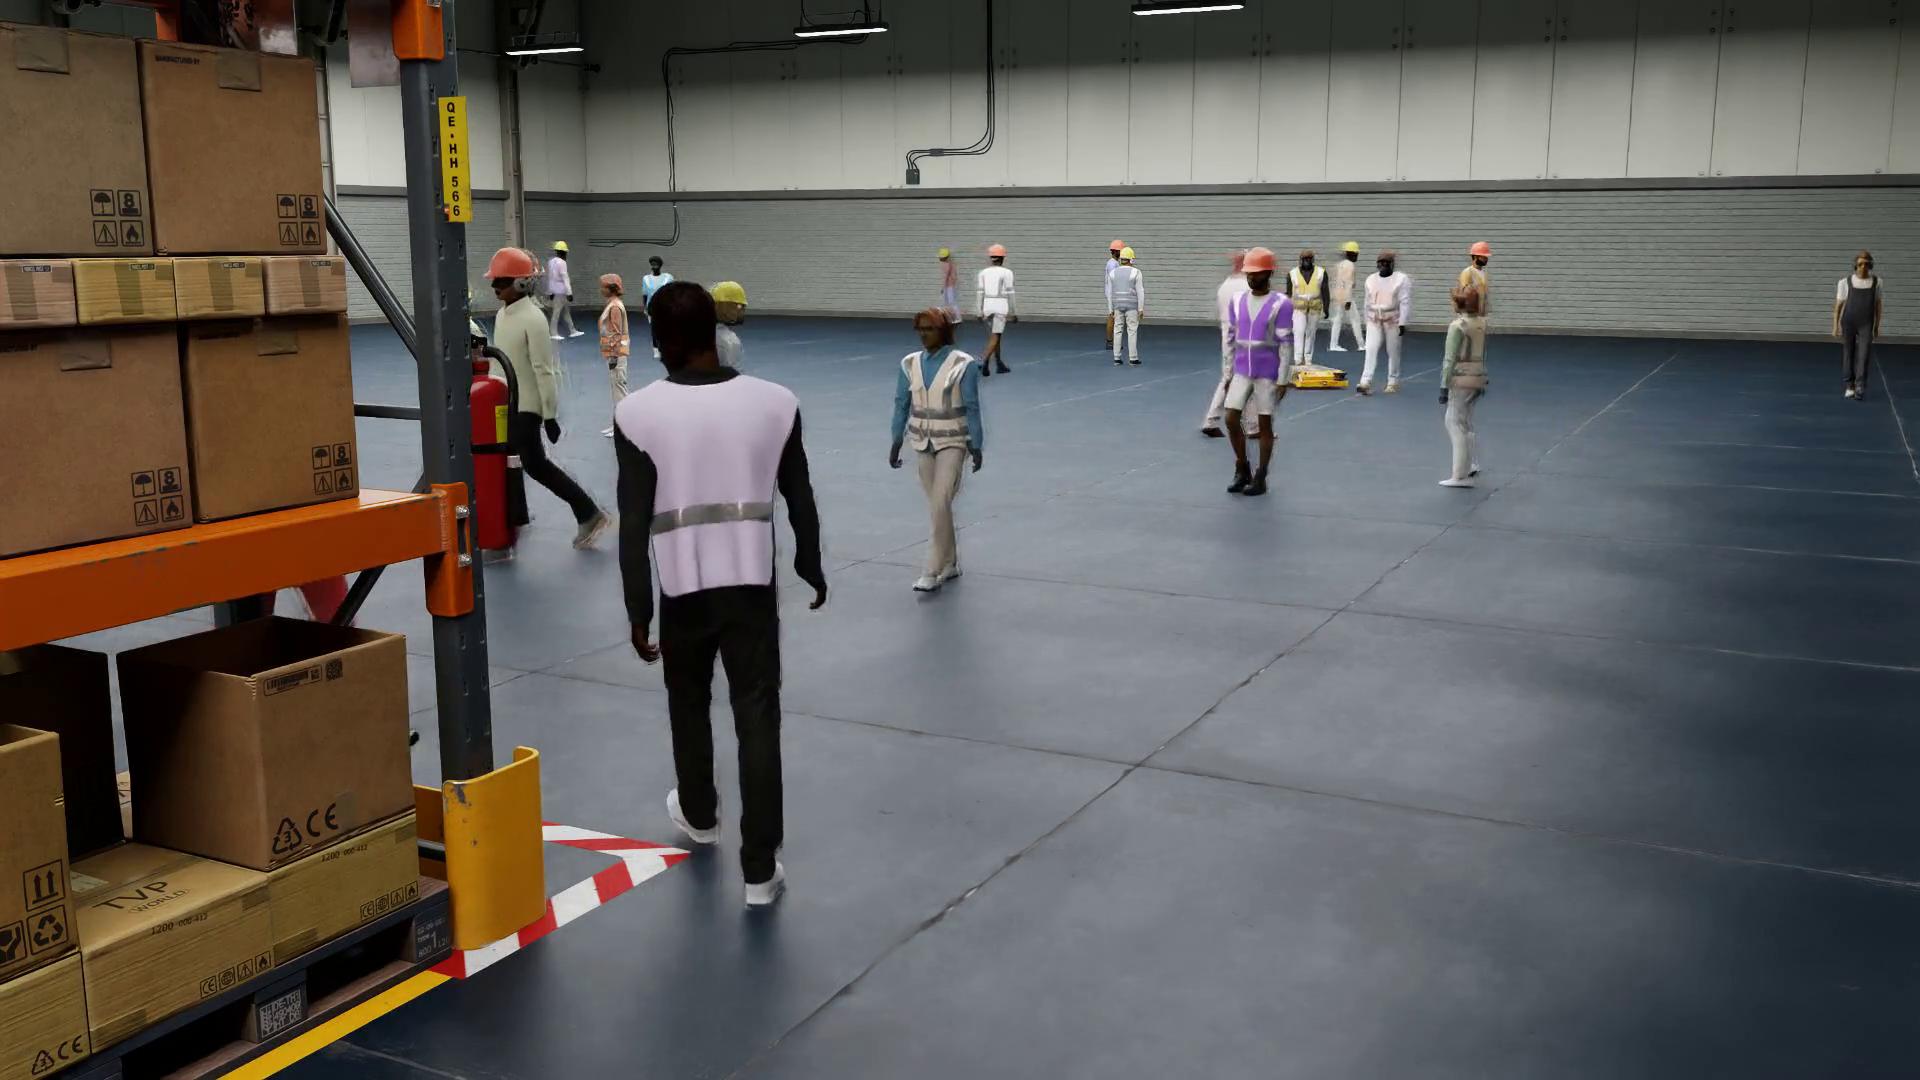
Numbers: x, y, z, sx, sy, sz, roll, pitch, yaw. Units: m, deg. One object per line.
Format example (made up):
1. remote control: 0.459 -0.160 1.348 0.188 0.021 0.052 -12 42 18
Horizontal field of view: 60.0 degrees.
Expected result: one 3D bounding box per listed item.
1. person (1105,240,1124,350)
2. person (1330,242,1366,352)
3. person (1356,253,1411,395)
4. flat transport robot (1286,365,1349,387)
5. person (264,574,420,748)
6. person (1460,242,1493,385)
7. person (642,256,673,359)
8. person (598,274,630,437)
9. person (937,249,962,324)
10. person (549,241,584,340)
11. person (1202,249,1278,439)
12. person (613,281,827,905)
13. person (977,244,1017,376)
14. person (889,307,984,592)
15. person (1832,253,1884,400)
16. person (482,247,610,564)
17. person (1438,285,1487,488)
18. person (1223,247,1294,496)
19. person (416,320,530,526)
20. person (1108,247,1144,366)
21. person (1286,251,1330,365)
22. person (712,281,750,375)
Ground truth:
1. person: 2.765 -4.345 29.523 0.363 1.934 0.553 1 10 6
2. person: 6.840 -4.202 28.838 0.871 1.893 0.612 -1 10 -4
3. person: 5.372 -2.732 21.096 0.637 1.790 0.947 7 12 33
4. flat transport robot: 4.711 -2.230 22.532 0.652 0.197 1.431 -1 10 -6
5. person: -2.504 0.023 6.270 0.938 1.714 0.542 6 12 31
6. person: 6.978 -3.045 22.475 0.556 1.932 0.381 -9 13 -39
7. person: -4.918 -3.800 27.206 0.567 1.686 0.391 0 10 0
8. person: -3.478 -1.855 16.759 0.307 1.639 0.513 -3 11 -16
9. person: -0.346 -5.774 37.927 0.839 1.703 0.590 -1 10 -6
10. person: -7.681 -4.856 32.429 0.892 1.889 0.610 -7 12 -33
11. person: 2.797 -1.932 16.566 0.615 1.920 0.667 -3 11 -18
12. person: -0.738 0.132 5.266 0.693 1.871 0.926 -3 11 -14
13. person: 0.475 -3.324 24.080 0.541 1.905 0.945 7 13 35
14. person: -0.178 -0.508 9.489 0.541 1.608 0.754 7 12 33
15. person: 11.079 -2.631 20.551 0.526 1.793 0.960 5 11 25
16. person: -2.668 -0.848 10.433 0.978 1.966 0.605 -6 12 -31
17. person: 4.009 -1.227 13.341 0.378 1.625 0.537 9 14 41
18. person: 2.273 -1.287 12.874 0.569 1.924 0.496 7 13 35
19. person: -3.338 -0.887 11.093 0.589 1.791 0.950 9 14 40
20. person: 2.598 -3.626 25.877 0.590 1.837 0.404 6 12 30
21. person: 5.284 -3.497 25.321 0.639 1.793 0.979 1 10 6
22. person: -1.512 -0.818 10.850 0.373 1.721 0.512 -6 12 -28
